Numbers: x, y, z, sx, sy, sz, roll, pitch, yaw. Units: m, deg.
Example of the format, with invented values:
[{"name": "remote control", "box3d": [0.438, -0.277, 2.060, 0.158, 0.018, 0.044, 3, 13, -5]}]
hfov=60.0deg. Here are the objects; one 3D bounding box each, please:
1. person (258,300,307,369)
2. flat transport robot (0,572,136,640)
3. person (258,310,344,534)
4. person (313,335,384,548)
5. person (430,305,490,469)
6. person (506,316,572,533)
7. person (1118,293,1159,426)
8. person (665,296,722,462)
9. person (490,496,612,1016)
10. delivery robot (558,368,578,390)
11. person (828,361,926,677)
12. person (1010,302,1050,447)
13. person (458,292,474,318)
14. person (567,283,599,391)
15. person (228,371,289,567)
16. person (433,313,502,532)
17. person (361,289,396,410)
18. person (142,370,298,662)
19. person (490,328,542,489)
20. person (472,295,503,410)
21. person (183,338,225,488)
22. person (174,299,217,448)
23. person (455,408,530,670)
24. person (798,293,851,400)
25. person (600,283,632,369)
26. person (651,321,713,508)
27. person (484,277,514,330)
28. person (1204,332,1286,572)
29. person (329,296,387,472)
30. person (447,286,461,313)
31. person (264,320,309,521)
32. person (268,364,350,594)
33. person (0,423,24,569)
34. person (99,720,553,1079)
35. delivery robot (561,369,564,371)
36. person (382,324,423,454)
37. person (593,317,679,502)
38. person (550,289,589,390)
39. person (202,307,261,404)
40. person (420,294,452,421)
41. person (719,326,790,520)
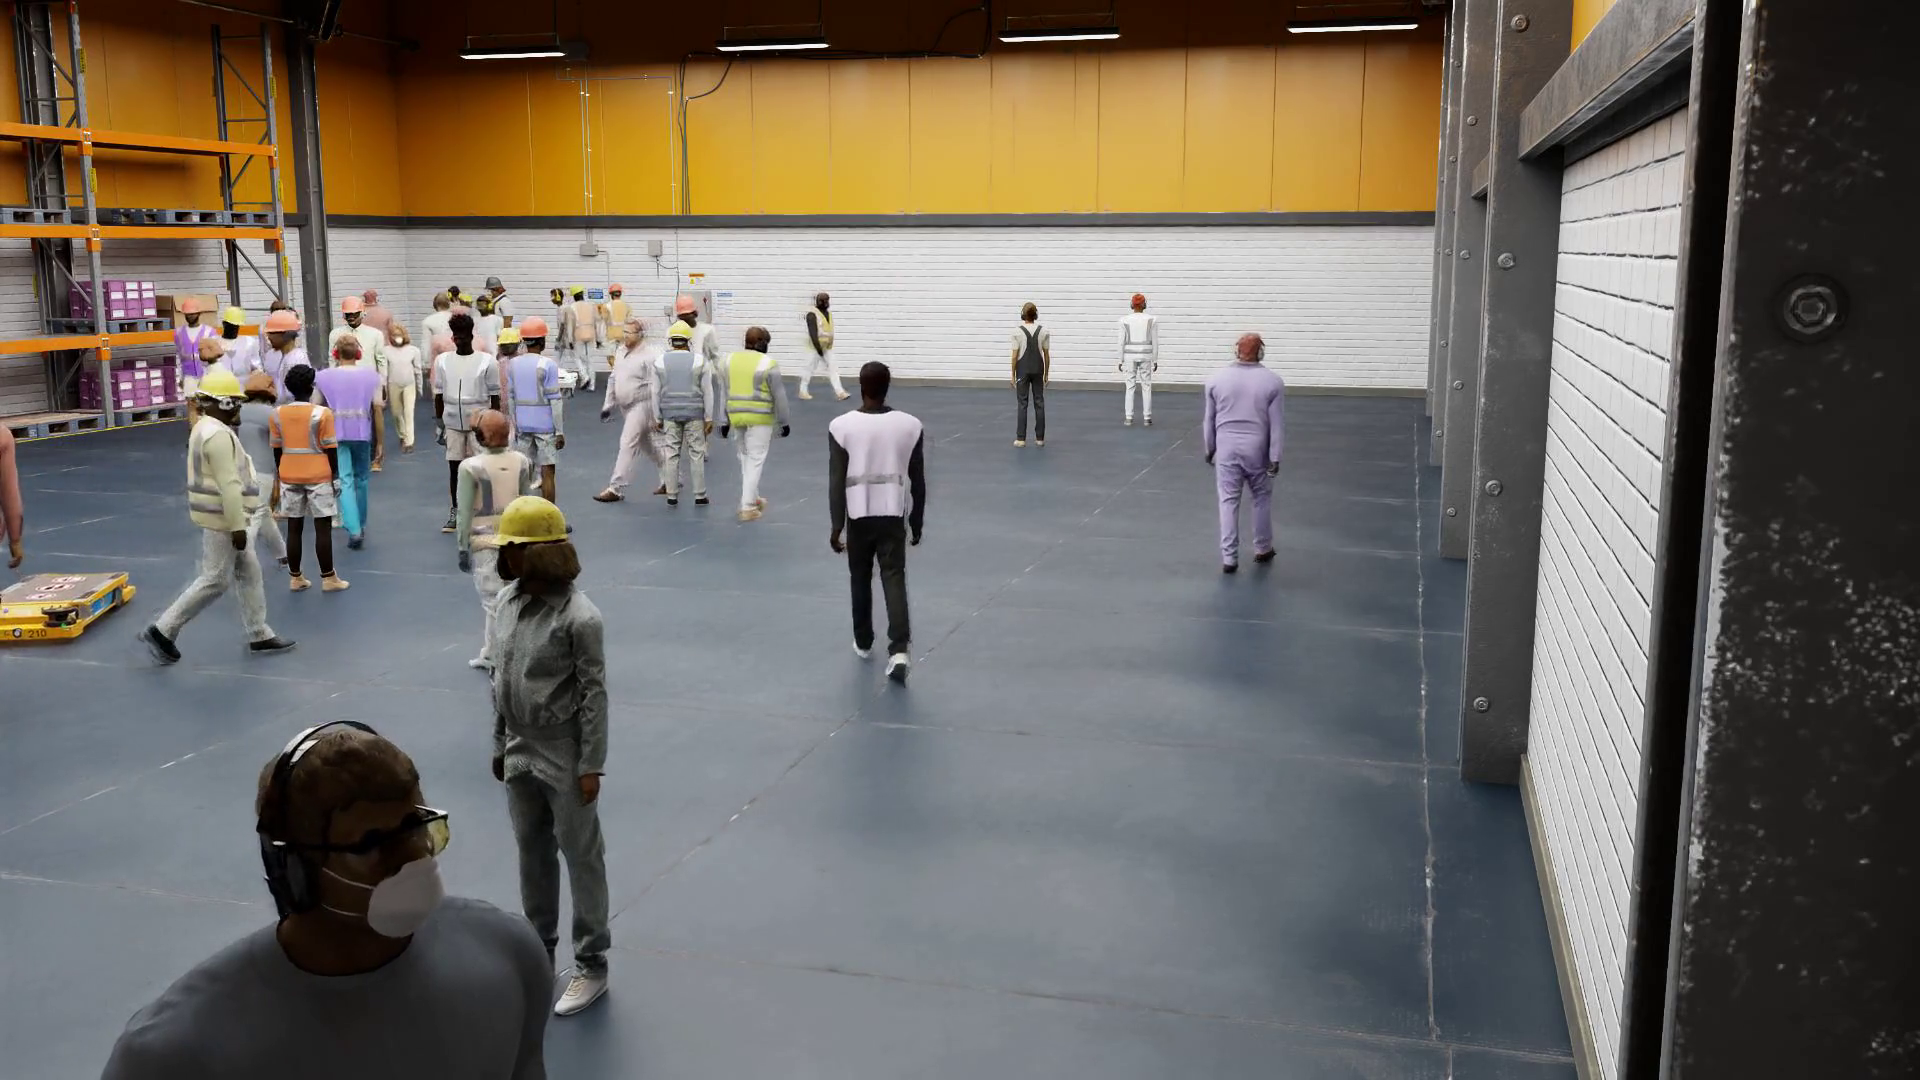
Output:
[{"name": "person", "box3d": [-9.531, -2.477, 23.451, 0.626, 1.820, 0.760, -4, 11, -22]}, {"name": "flat transport robot", "box3d": [-6.167, 0.432, 11.315, 0.652, 0.197, 1.431, -2, 10, -11]}, {"name": "person", "box3d": [-5.909, -1.042, 14.807, 1.060, 1.995, 0.621, -6, 12, -30]}, {"name": "person", "box3d": [-5.242, -0.855, 14.281, 0.593, 1.805, 0.946, -5, 11, -28]}, {"name": "person", "box3d": [-5.621, -1.692, 18.757, 0.663, 1.886, 0.480, -5, 11, -24]}, {"name": "person", "box3d": [-3.728, -1.003, 14.711, 0.545, 1.942, 0.353, 4, 11, 23]}, {"name": "person", "box3d": [2.543, -2.567, 23.731, 0.574, 1.884, 0.355, 1, 10, 7]}, {"name": "person", "box3d": [-3.156, -1.923, 19.866, 0.692, 1.970, 1.042, -1, 10, -8]}, {"name": "person", "box3d": [-1.387, 0.713, 5.552, 0.485, 1.744, 0.308, 7, 12, 33]}, {"name": "delivery robot", "box3d": [-6.844, -2.726, 28.127, 0.707, 0.478, 0.477, 0, 10, 2]}, {"name": "person", "box3d": [-0.488, -0.137, 10.024, 0.606, 1.875, 0.991, -2, 10, -10]}, {"name": "person", "box3d": [0.889, -2.101, 21.198, 0.506, 1.847, 0.345, -2, 10, -11]}, {"name": "person", "box3d": [-8.726, -3.474, 29.265, 0.524, 1.747, 0.476, 9, 13, 41]}, {"name": "person", "box3d": [-6.640, -3.572, 29.377, 0.626, 1.902, 0.457, -6, 12, -31]}, {"name": "person", "box3d": [-5.422, -0.514, 12.920, 0.514, 1.580, 0.829, 3, 11, 18]}, {"name": "person", "box3d": [-4.401, -1.038, 14.856, 0.603, 1.959, 0.374, 0, 10, 1]}, {"name": "person", "box3d": [-9.135, -2.966, 25.988, 0.662, 1.892, 0.469, -2, 10, -9]}, {"name": "person", "box3d": [-4.597, -0.134, 10.202, 0.822, 1.797, 0.601, -5, 11, -27]}, {"name": "person", "box3d": [-4.630, -1.336, 17.230, 0.546, 1.712, 0.927, 8, 13, 37]}, {"name": "person", "box3d": [-7.115, -2.780, 25.114, 0.530, 1.836, 0.743, 2, 10, 11]}, {"name": "person", "box3d": [-7.907, -1.361, 17.786, 0.807, 1.600, 0.515, -5, 11, -28]}, {"name": "person", "box3d": [-9.789, -2.153, 21.390, 0.558, 1.890, 0.977, -2, 10, -9]}, {"name": "person", "box3d": [-2.693, 0.031, 9.785, 0.740, 1.614, 0.523, 7, 12, 33]}, {"name": "person", "box3d": [-2.295, -3.209, 27.657, 1.004, 1.791, 0.622, 7, 12, 35]}, {"name": "person", "box3d": [-6.099, -3.615, 29.589, 0.591, 1.908, 0.637, -5, 11, -27]}, {"name": "person", "box3d": [-2.700, -1.220, 16.254, 0.596, 1.830, 0.404, 0, 10, -1]}, {"name": "person", "box3d": [-8.155, -3.613, 29.208, 0.535, 2.000, 0.673, -8, 13, -39]}, {"name": "person", "box3d": [2.277, -0.713, 13.253, 0.663, 1.870, 0.899, 3, 11, 18]}, {"name": "person", "box3d": [-6.815, -1.757, 18.830, 0.623, 1.992, 0.397, -2, 10, -11]}, {"name": "person", "box3d": [-9.049, -3.627, 29.845, 0.647, 1.839, 0.564, 4, 11, 24]}, {"name": "person", "box3d": [-6.277, -1.120, 15.485, 0.667, 1.915, 0.504, 10, 14, 44]}, {"name": "person", "box3d": [-4.795, -0.446, 12.239, 0.537, 1.700, 0.317, 2, 10, 10]}, {"name": "person", "box3d": [-5.482, -0.029, 9.135, 0.624, 1.967, 0.851, -8, 13, -39]}, {"name": "person", "box3d": [-0.803, 1.191, 2.297, 0.367, 1.940, 0.634, 9, 13, 40]}, {"name": "delivery robot", "box3d": [-7.270, -2.878, 28.987, 0.707, 0.478, 0.477, 0, 10, 0]}, {"name": "person", "box3d": [-6.970, -1.905, 20.783, 0.500, 1.602, 0.802, -2, 10, -12]}, {"name": "person", "box3d": [-3.267, -1.326, 16.823, 1.047, 1.851, 0.643, -8, 13, -39]}, {"name": "person", "box3d": [-7.001, -3.541, 29.514, 0.994, 1.826, 0.539, -4, 11, -22]}, {"name": "person", "box3d": [-8.059, -1.635, 18.468, 0.604, 1.878, 0.962, -5, 11, -26]}, {"name": "person", "box3d": [-7.336, -2.539, 23.575, 0.646, 1.904, 0.898, -10, 14, -44]}, {"name": "person", "box3d": [-1.912, -1.116, 15.766, 0.638, 1.798, 0.843, 5, 11, 26]}]
